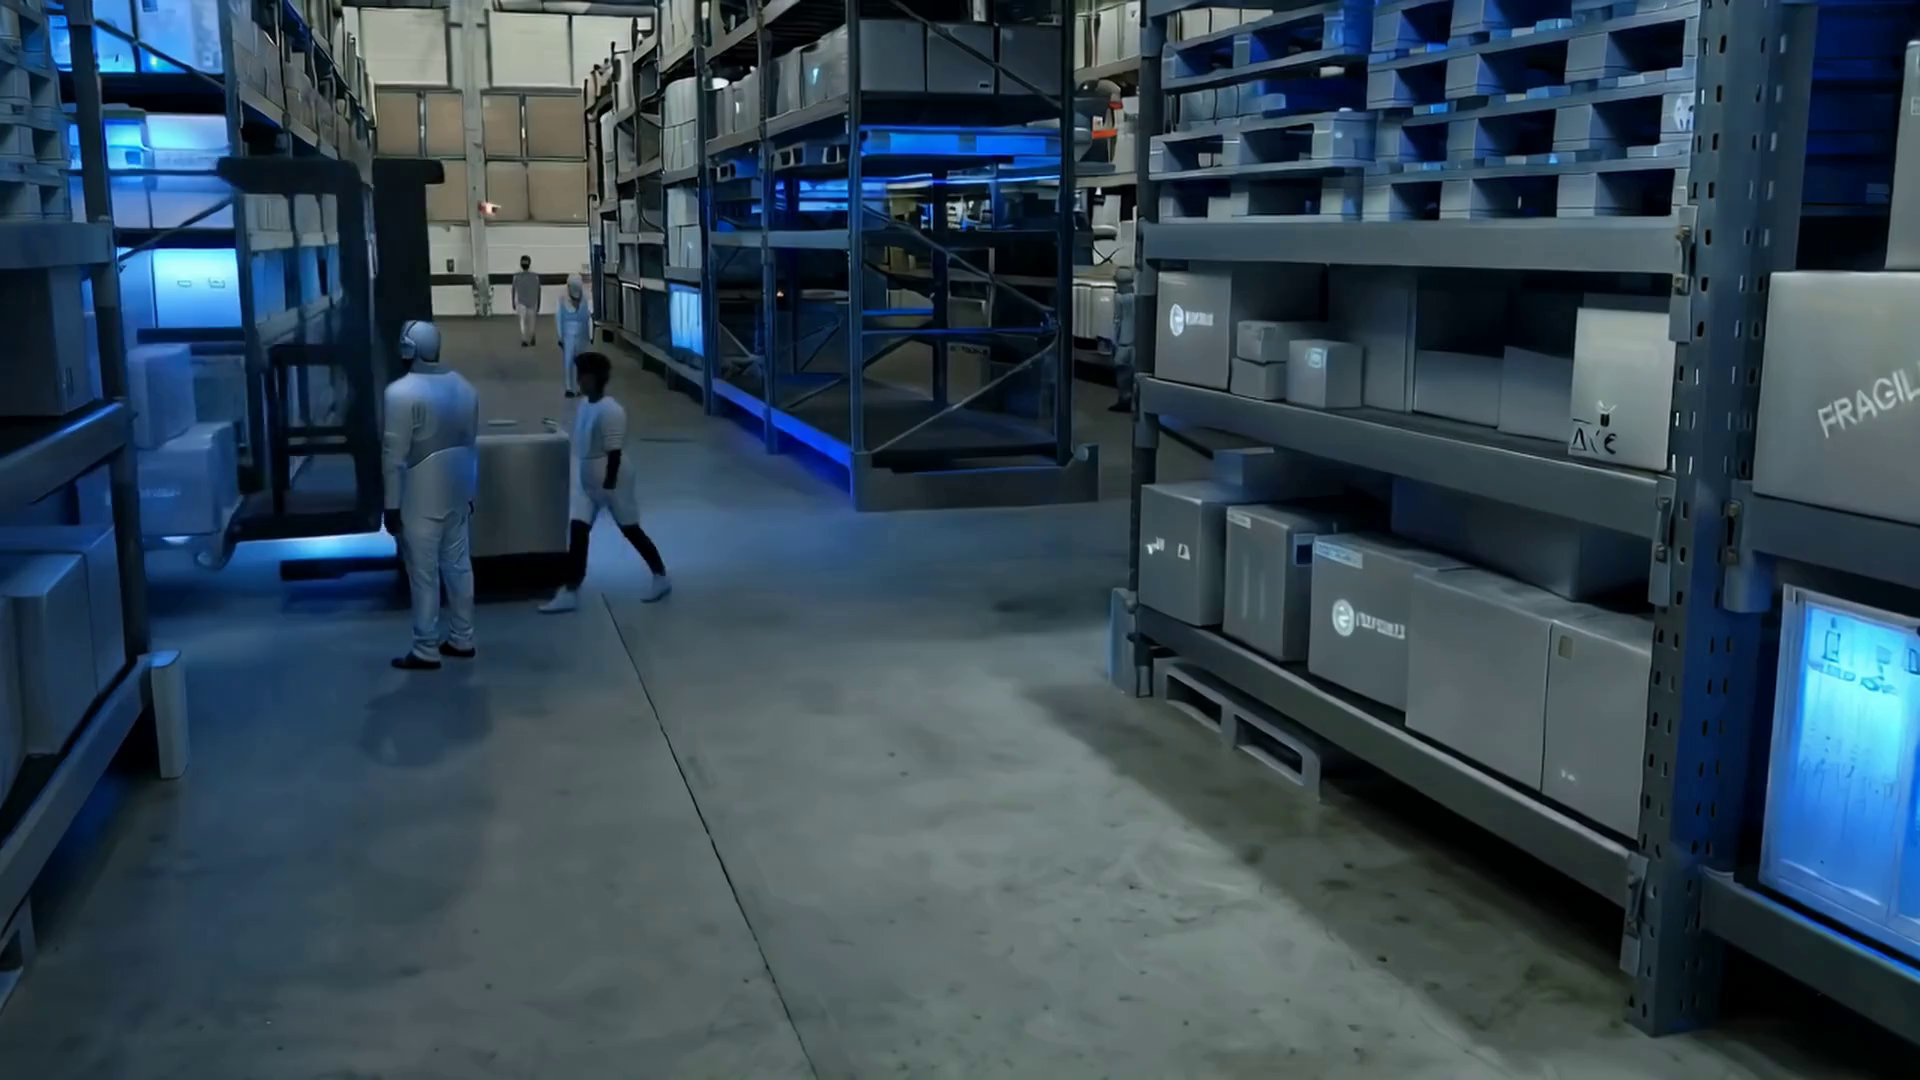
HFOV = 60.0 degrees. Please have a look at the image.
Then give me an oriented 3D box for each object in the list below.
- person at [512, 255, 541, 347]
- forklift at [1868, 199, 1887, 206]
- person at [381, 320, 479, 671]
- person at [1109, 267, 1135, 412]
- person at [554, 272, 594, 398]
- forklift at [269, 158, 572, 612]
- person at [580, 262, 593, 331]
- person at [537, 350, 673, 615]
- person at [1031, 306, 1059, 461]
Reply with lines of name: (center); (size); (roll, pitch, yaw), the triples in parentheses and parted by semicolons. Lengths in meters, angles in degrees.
person: (-9.311, -5.130, 35.713); (0.622, 1.968, 0.895); (-2, 10, -9)
forklift: (11.338, -2.915, 21.052); (1.129, 2.768, 1.873); (-3, 11, -17)
person: (-2.913, -0.244, 9.110); (0.400, 1.901, 0.645); (5, 11, 24)
person: (2.207, -2.699, 22.454); (0.379, 1.937, 0.548); (9, 14, 40)
person: (-5.634, -2.994, 24.358); (0.600, 1.830, 0.404); (-9, 14, -42)
forklift: (-3.551, -1.053, 10.839); (1.873, 2.768, 1.129); (-3, 11, -18)
person: (-9.381, -6.014, 41.203); (0.642, 1.736, 0.538); (-8, 13, -38)
person: (-2.219, -0.370, 10.477); (0.918, 1.650, 0.536); (-9, 14, -41)
person: (0.941, -1.648, 17.558); (0.288, 1.626, 0.497); (-7, 12, -33)
